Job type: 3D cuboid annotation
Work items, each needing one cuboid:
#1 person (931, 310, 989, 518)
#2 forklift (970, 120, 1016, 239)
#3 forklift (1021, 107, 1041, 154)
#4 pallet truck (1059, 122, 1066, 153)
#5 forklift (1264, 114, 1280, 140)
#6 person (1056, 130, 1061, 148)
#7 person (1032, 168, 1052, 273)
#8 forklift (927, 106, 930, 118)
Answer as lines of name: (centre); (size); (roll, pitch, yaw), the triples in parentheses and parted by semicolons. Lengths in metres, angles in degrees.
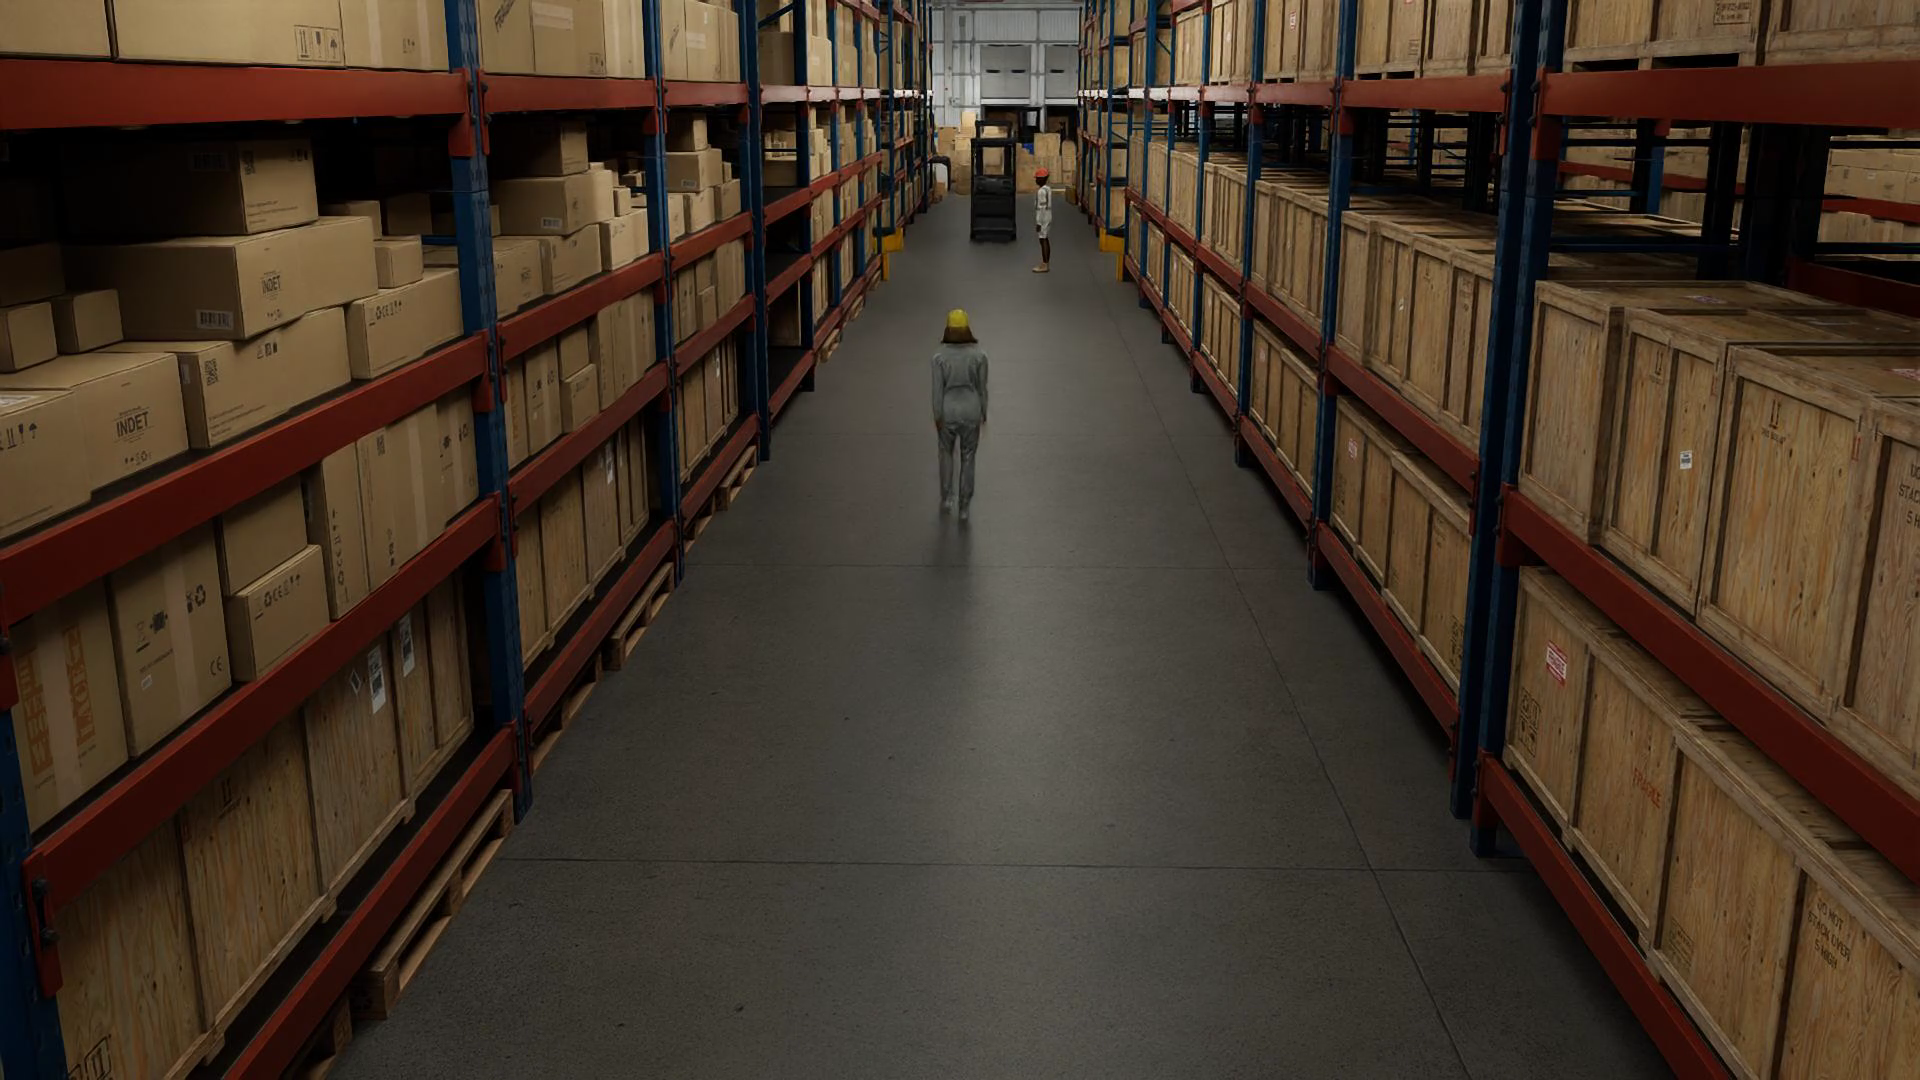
person: (0.003, -1.078, 14.006); (0.484, 1.714, 0.698); (0, 15, -1)
forklift: (0.824, -8.865, 40.774); (1.129, 2.768, 1.873); (0, 15, 1)
forklift: (3.463, -19.675, 80.996); (1.129, 2.768, 1.873); (-7, 17, -24)
pallet truck: (5.788, -21.111, 88.014); (1.885, 1.965, 0.823); (5, 16, 18)
forklift: (11.018, -13.912, 59.555); (1.129, 2.768, 1.873); (0, 15, 2)
person: (5.065, -20.422, 86.144); (0.313, 1.635, 0.518); (4, 16, 16)
person: (1.618, -6.313, 32.866); (0.380, 2.045, 0.605); (4, 16, 14)
forklift: (-1.918, -21.452, 87.608); (1.129, 2.768, 1.873); (0, 15, 2)
